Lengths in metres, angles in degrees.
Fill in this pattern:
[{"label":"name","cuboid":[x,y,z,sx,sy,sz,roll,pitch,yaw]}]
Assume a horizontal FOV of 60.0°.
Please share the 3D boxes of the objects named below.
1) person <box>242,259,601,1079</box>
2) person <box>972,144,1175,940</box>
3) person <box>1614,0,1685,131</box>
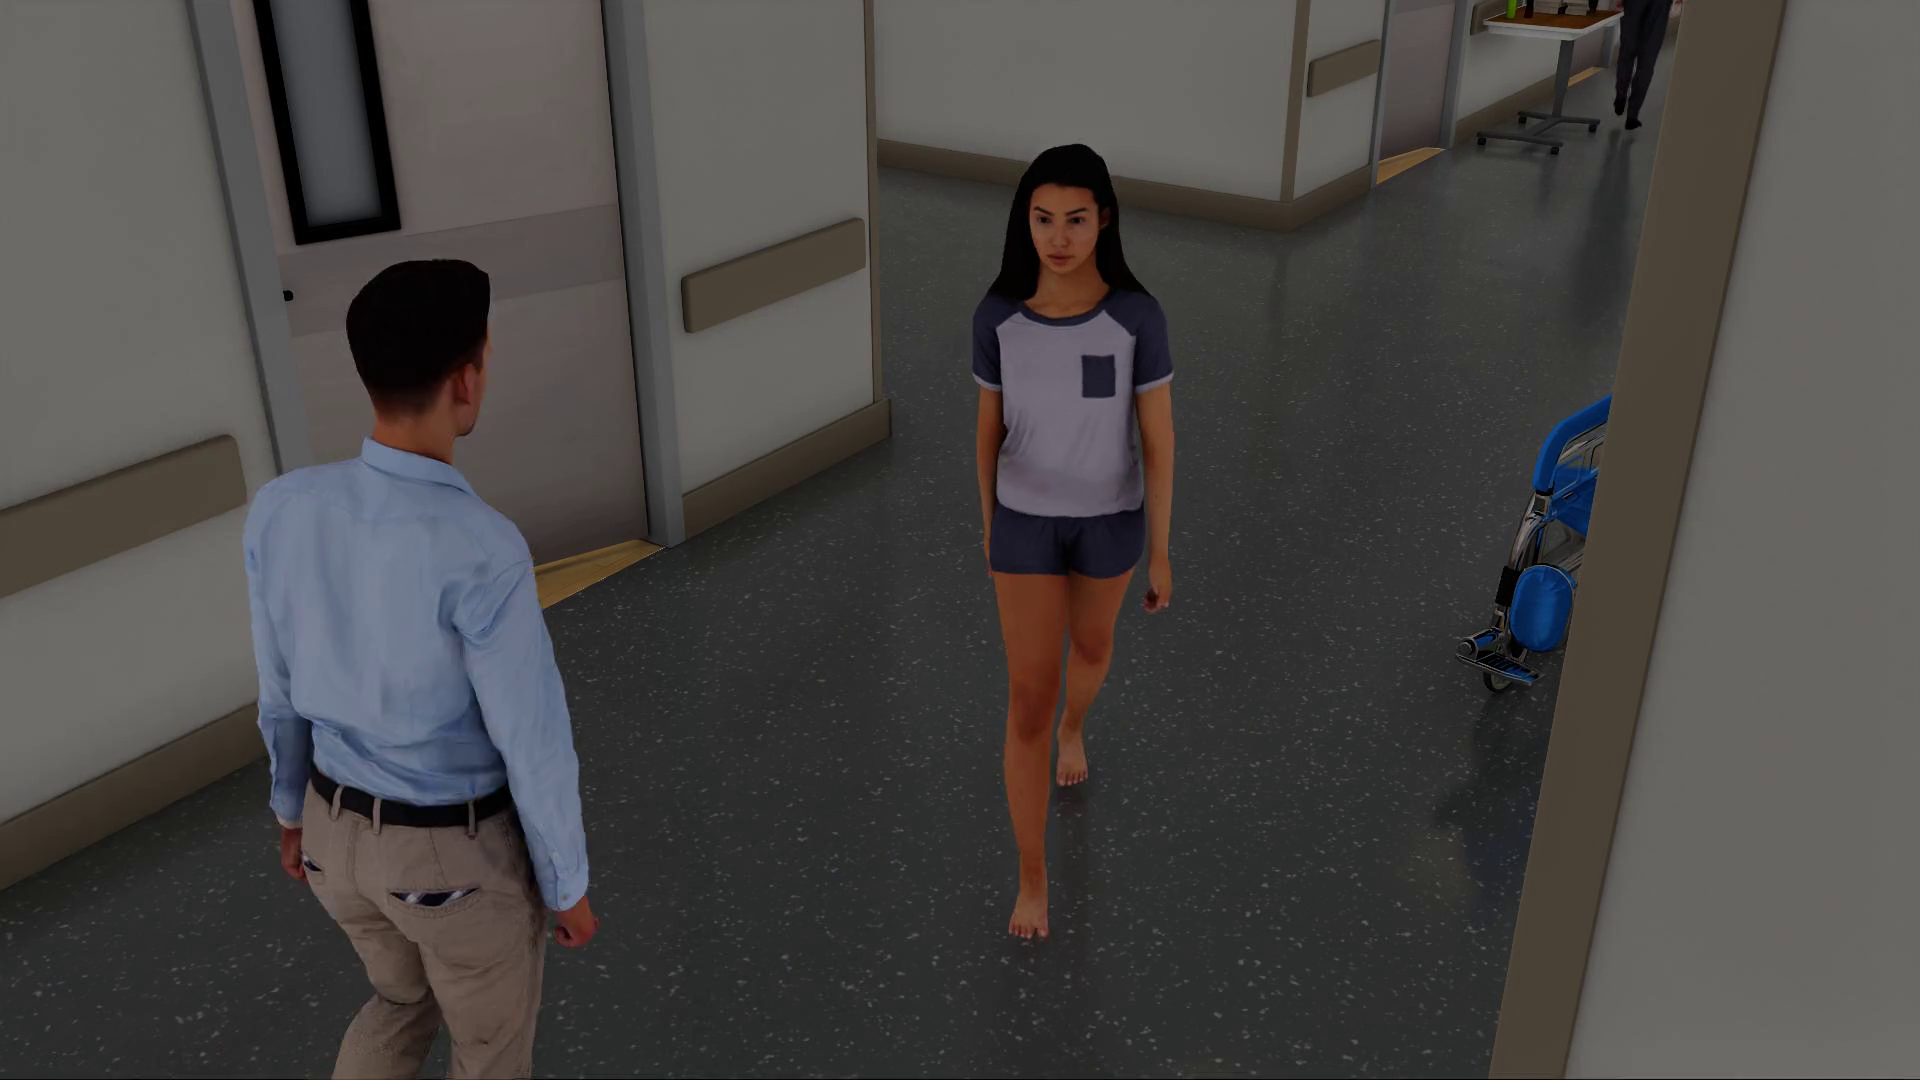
[{"label":"person","cuboid":[-0.857,0.512,2.520,0.793,1.827,0.902,10,27,19]},{"label":"person","cuboid":[0.262,-0.041,3.831,0.992,1.683,1.211,2,26,4]},{"label":"person","cuboid":[4.662,-3.655,11.253,0.684,1.746,1.040,12,28,24]}]
